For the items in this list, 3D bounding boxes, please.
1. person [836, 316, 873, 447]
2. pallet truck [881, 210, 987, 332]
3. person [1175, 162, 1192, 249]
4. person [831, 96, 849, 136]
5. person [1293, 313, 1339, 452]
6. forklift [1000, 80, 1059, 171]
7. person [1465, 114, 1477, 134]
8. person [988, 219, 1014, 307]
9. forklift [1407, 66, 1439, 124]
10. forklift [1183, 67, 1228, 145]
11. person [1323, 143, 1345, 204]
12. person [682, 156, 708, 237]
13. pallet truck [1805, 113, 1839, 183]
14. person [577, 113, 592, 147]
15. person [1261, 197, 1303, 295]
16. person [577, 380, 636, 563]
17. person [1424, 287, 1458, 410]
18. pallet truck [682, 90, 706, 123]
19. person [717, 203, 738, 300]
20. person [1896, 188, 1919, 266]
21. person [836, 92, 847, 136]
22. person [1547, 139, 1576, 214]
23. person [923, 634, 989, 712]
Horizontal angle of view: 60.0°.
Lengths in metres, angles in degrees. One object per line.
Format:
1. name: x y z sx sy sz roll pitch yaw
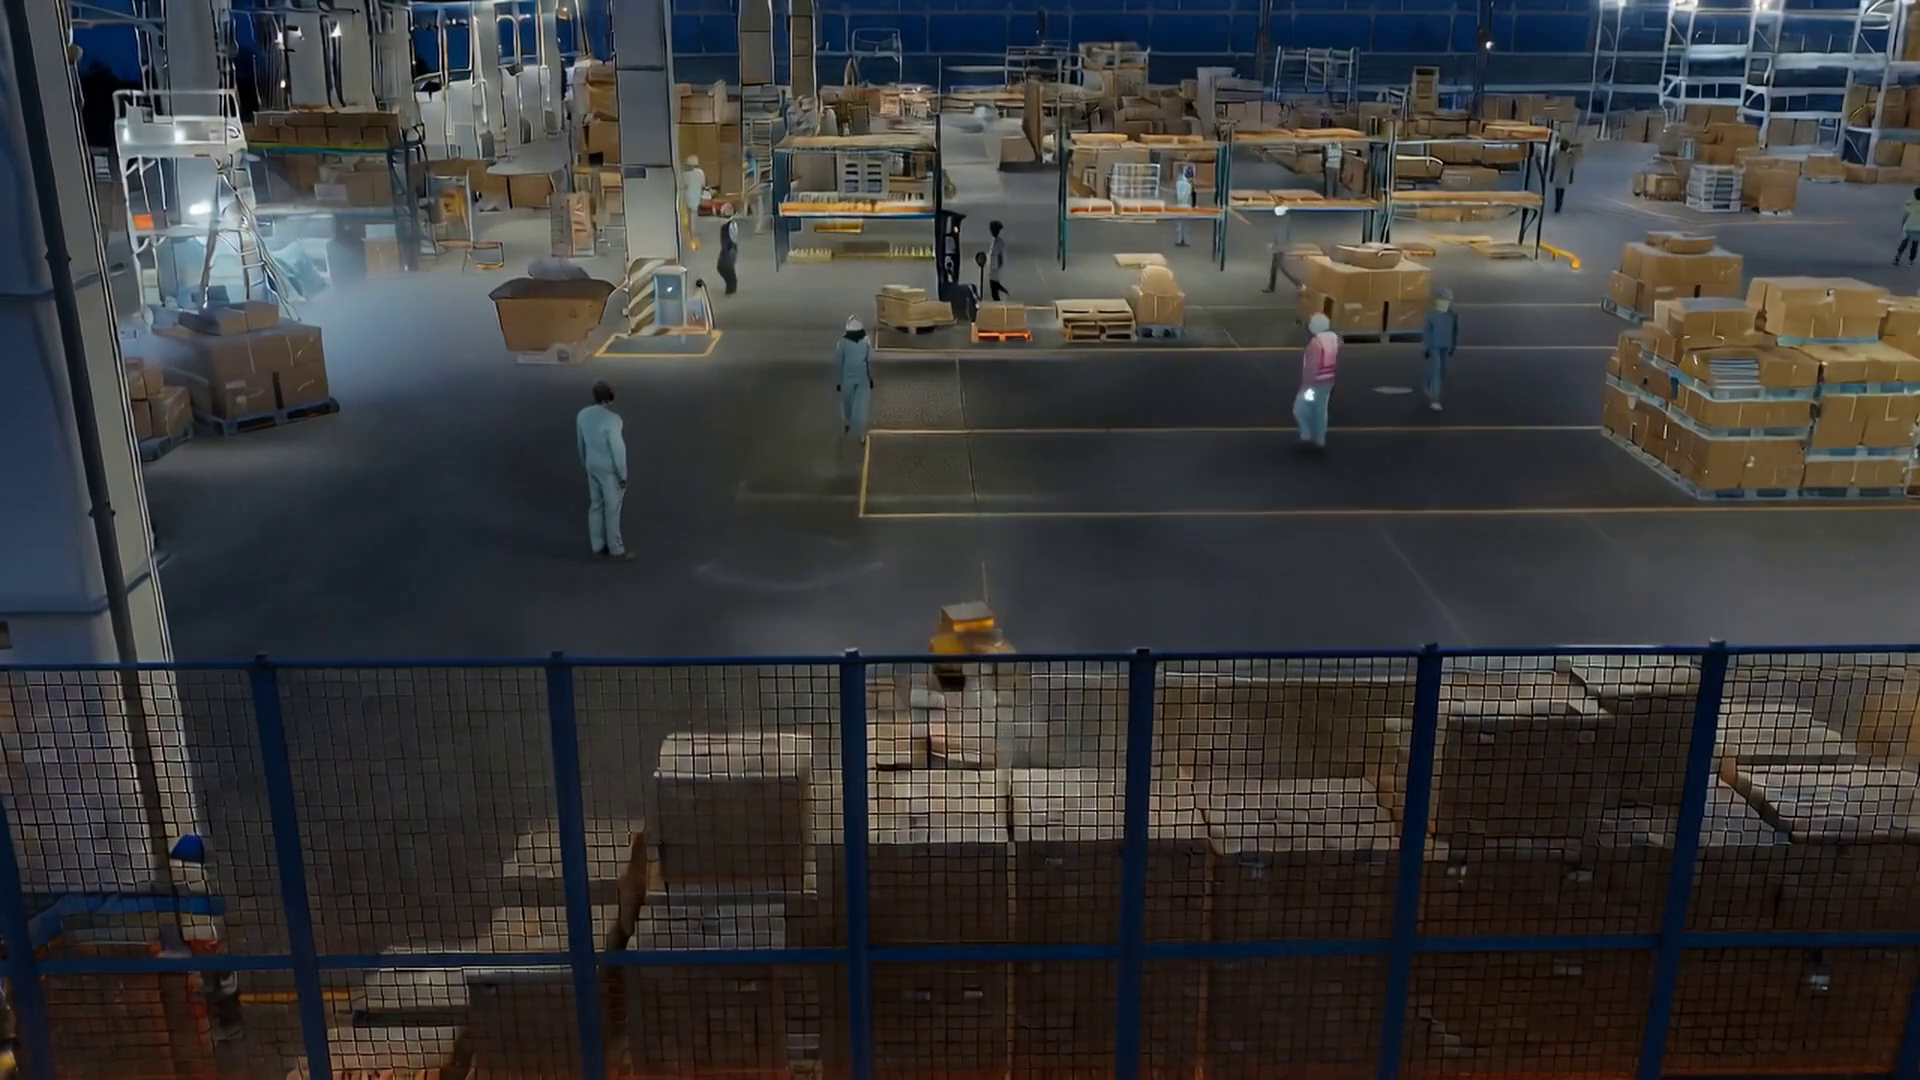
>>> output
1. person: -1.399 -2.157 22.071 0.493 1.714 0.803 -3 19 -8
2. pallet truck: -0.493 -4.759 29.349 1.885 1.965 0.823 -13 23 -34
3. person: 5.125 -7.667 38.071 0.379 1.937 0.629 7 20 20
4. person: -4.301 -14.991 59.826 0.642 1.922 0.681 -5 19 -15
5. person: 4.601 -2.045 21.568 0.630 1.826 0.500 -16 25 -40
6. forklift: 2.238 -13.269 53.236 1.873 2.768 1.129 -1 19 -2
7. person: 15.655 -12.155 51.382 0.551 1.936 0.357 -2 19 -7
8. person: 0.711 -5.103 30.852 0.431 1.679 0.543 -5 19 -14
9. forklift: 17.361 -16.345 62.361 1.129 2.768 1.873 2 19 7
10. forklift: 8.914 -15.889 61.007 1.873 2.768 1.129 -1 19 -2
11. person: 10.185 -10.117 45.398 0.593 1.895 0.594 1 19 4
12. person: -6.315 -8.221 39.789 0.573 1.881 0.994 -11 22 -30
13. pallet truck: 26.403 -11.957 50.702 0.823 1.965 1.885 6 19 16
14. person: -13.779 -15.238 61.013 0.551 1.621 0.450 -2 19 -6
15. person: 6.291 -5.684 32.252 0.806 1.902 0.595 9 21 24
16. person: -3.729 -0.723 17.466 0.630 1.938 0.366 14 23 36
17. person: 6.842 -2.772 23.842 0.529 1.751 0.598 -5 19 -16
18. pallet truck: -9.671 -15.907 62.421 0.823 1.965 1.885 5 19 15
19. person: -4.457 -5.540 31.912 0.373 1.837 0.530 -16 24 -38
20. person: 20.366 -6.683 35.547 0.475 1.681 0.540 -15 24 -38
21. person: -4.525 -15.931 62.688 0.410 1.868 0.617 10 21 26
22. person: 15.874 -9.608 43.865 0.611 1.926 0.989 13 23 33
23. person: 0.060 1.518 10.900 0.532 1.881 0.651 -8 20 -23
